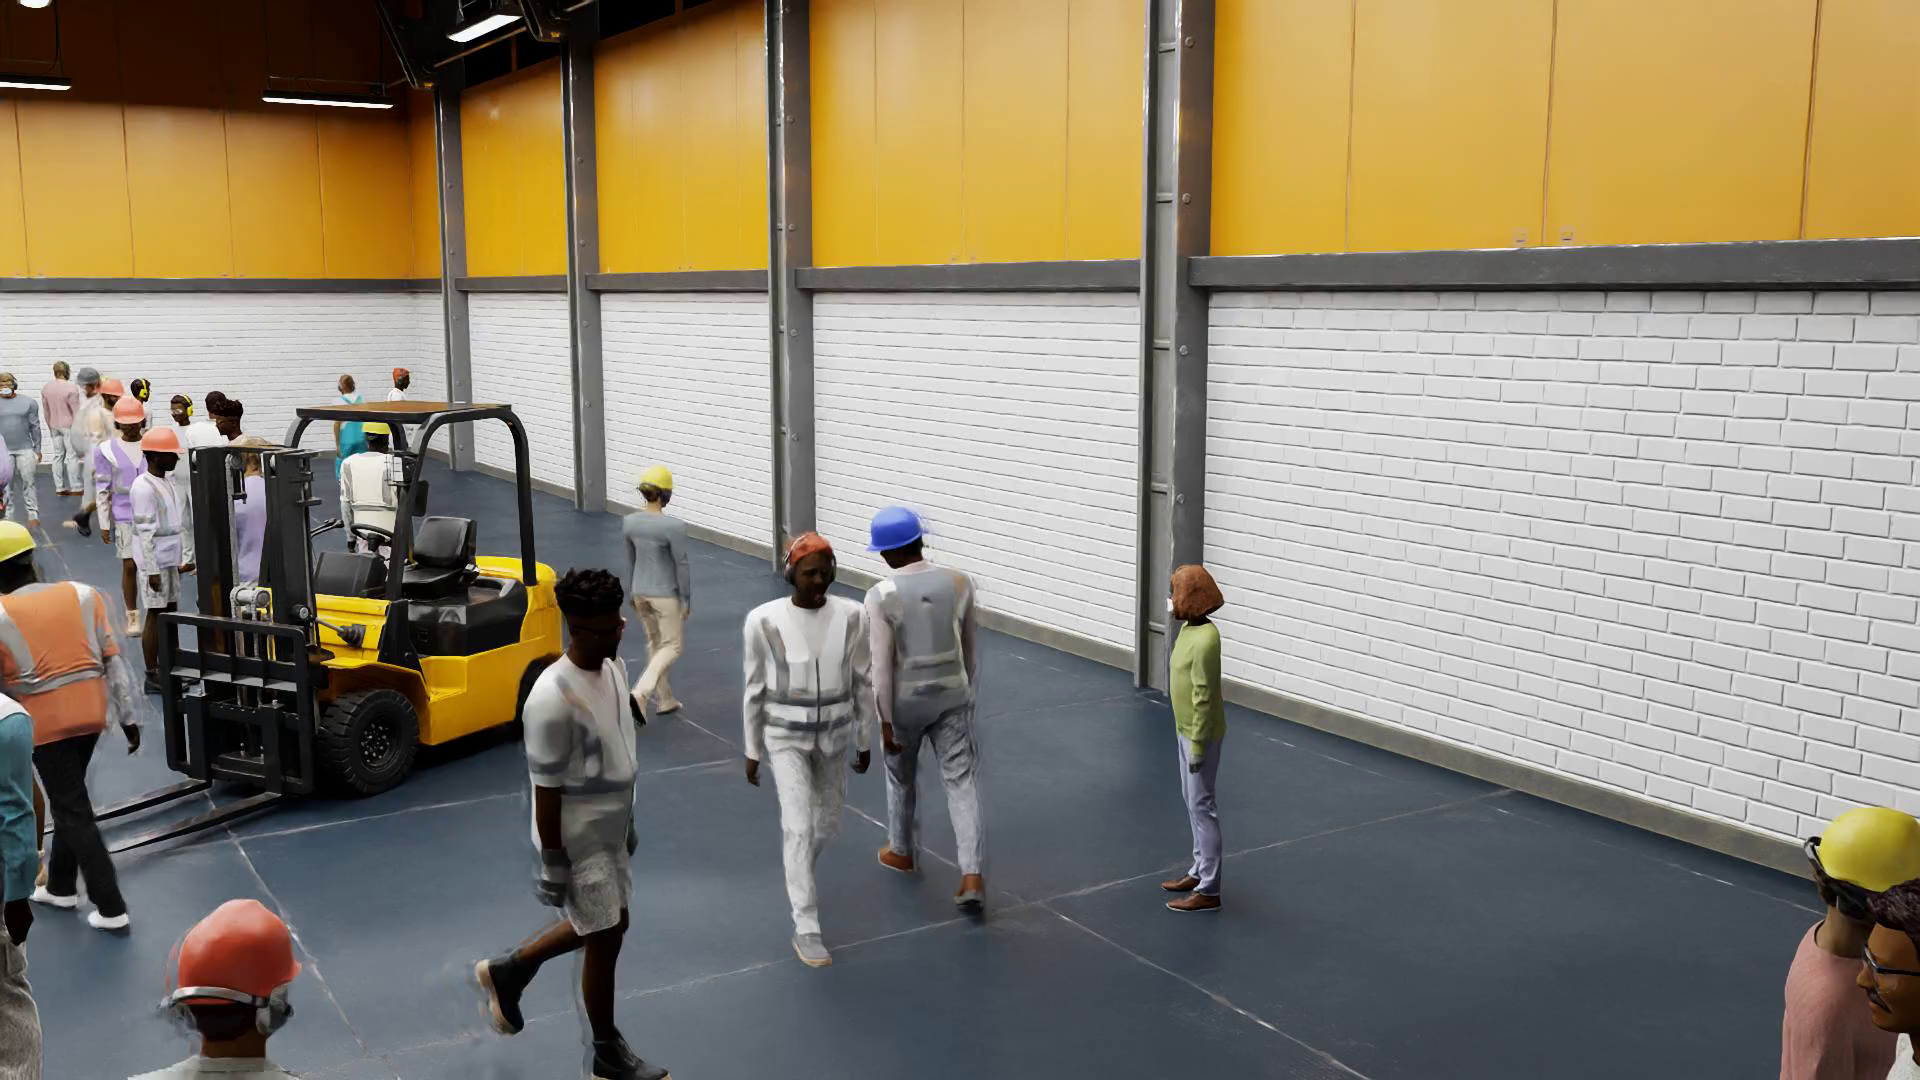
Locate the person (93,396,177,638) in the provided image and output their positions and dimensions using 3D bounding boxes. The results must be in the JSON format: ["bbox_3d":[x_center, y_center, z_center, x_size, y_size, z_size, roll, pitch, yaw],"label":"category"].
[{"bbox_3d":[-6.885,-0.192,13.944,0.614,2.031,0.402,-5,10,-33],"label":"person"}]

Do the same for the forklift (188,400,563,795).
[{"bbox_3d":[-3.529,0.258,10.348,1.214,2.155,2.313,4,9,25],"label":"forklift"}]

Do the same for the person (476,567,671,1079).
[{"bbox_3d":[-1.440,1.037,6.010,0.722,1.930,0.601,2,9,10],"label":"person"}]

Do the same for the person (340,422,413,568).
[{"bbox_3d":[-4.681,-0.068,13.439,0.595,1.925,0.373,1,9,10],"label":"person"}]

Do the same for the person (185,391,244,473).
[{"bbox_3d":[-7.383,-0.530,16.599,0.591,1.915,0.393,0,8,-1],"label":"person"}]

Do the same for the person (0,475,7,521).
[{"bbox_3d":[-8.504,-0.192,14.221,0.649,1.940,0.498,-4,9,-27],"label":"person"}]

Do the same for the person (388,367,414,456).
[{"bbox_3d":[-7.528,-1.380,22.424,0.355,1.887,0.574,-4,9,-24],"label":"person"}]

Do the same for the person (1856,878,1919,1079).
[{"bbox_3d":[1.721,1.513,2.981,0.310,1.868,0.533,2,9,11],"label":"person"}]

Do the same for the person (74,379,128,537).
[{"bbox_3d":[-9.869,-0.908,19.178,0.701,1.910,0.560,1,9,9],"label":"person"}]

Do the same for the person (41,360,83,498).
[{"bbox_3d":[-12.593,-1.554,23.421,0.629,1.940,0.373,3,9,17],"label":"person"}]

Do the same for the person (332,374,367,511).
[{"bbox_3d":[-8.013,-1.267,21.890,0.510,1.814,0.471,-8,11,-43],"label":"person"}]

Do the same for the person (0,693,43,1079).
[{"bbox_3d":[-3.290,1.115,5.441,0.604,1.939,0.415,2,9,15],"label":"person"}]

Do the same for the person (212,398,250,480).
[{"bbox_3d":[-6.399,-0.282,14.789,0.378,1.958,0.605,-4,9,-26],"label":"person"}]

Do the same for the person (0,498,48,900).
[{"bbox_3d":[-4.596,0.705,7.842,0.605,2.045,0.378,2,9,14],"label":"person"}]

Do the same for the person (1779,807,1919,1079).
[{"bbox_3d":[1.991,1.451,3.793,0.354,1.757,0.524,6,10,33],"label":"person"}]

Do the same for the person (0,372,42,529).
[{"bbox_3d":[-11.550,-1.075,20.285,0.635,1.916,0.381,-5,10,-31],"label":"person"}]

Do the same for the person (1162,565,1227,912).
[{"bbox_3d":[1.100,0.920,7.800,0.279,1.624,0.494,0,8,-3],"label":"person"}]

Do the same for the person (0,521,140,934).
[{"bbox_3d":[-4.116,0.843,7.518,0.869,1.856,0.599,5,10,32],"label":"person"}]

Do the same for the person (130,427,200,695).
[{"bbox_3d":[-5.738,0.146,12.001,0.387,1.929,0.547,-1,9,-7],"label":"person"}]

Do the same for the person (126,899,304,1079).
[{"bbox_3d":[-1.401,1.555,3.260,0.572,1.694,0.912,1,8,6],"label":"person"}]

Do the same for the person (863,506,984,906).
[{"bbox_3d":[-0.149,0.779,7.899,0.632,1.886,0.966,-3,9,-22],"label":"person"}]

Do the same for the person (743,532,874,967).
[{"bbox_3d":[-0.691,0.868,7.404,0.586,1.862,0.816,-4,9,-22],"label":"person"}]

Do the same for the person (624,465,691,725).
[{"bbox_3d":[-2.053,0.367,11.133,0.532,1.743,0.716,5,10,30],"label":"person"}]
